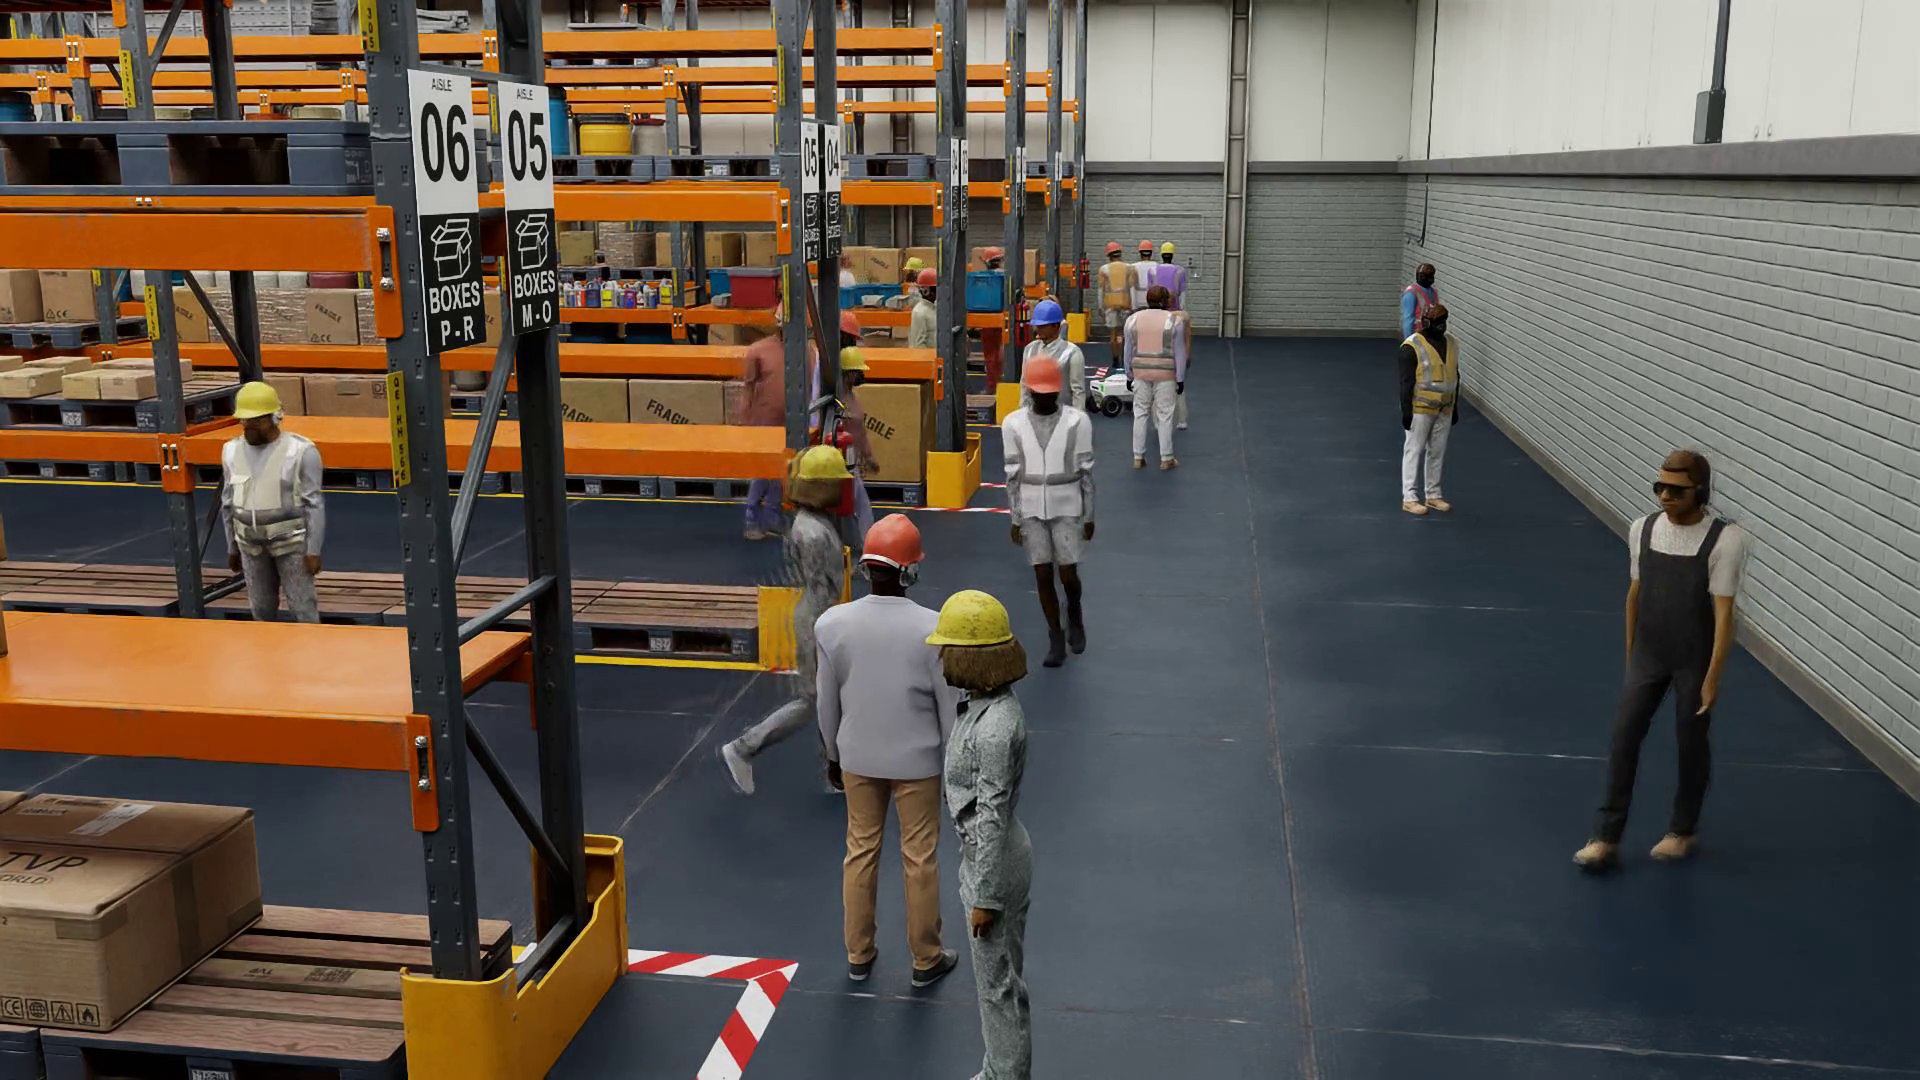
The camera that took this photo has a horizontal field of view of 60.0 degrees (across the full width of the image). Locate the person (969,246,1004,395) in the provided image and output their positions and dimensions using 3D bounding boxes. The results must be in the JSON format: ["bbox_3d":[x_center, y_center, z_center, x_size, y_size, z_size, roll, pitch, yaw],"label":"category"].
[{"bbox_3d":[0.421,-2.876,21.993,0.649,1.989,0.442,-9,15,-34],"label":"person"}]

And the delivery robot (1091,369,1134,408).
[{"bbox_3d":[1.974,-1.857,20.423,0.707,0.478,0.477,-5,13,-22],"label":"delivery robot"}]

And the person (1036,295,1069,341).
[{"bbox_3d":[1.013,-1.868,18.244,0.313,1.631,0.525,-8,15,-32],"label":"person"}]

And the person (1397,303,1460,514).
[{"bbox_3d":[4.097,-1.142,14.513,0.629,1.837,0.429,-6,14,-27],"label":"person"}]

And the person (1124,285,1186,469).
[{"bbox_3d":[1.959,-1.630,16.688,0.634,1.839,0.429,5,14,23],"label":"person"}]

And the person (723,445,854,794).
[{"bbox_3d":[-0.727,0.401,7.794,0.714,1.715,0.494,0,12,0],"label":"person"}]

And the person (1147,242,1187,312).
[{"bbox_3d":[3.071,-3.457,24.759,0.584,1.919,0.390,2,13,9],"label":"person"}]

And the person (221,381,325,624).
[{"bbox_3d":[-3.850,0.013,9.323,0.605,1.821,0.411,1,13,6],"label":"person"}]

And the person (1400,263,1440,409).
[{"bbox_3d":[5.768,-2.536,20.806,0.619,1.836,0.430,-11,17,-42],"label":"person"}]

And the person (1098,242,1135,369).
[{"bbox_3d":[2.383,-3.588,25.414,0.544,1.887,0.816,0,12,-1],"label":"person"}]

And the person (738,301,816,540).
[{"bbox_3d":[-1.459,-0.968,13.441,0.656,1.958,0.457,-9,15,-34],"label":"person"}]

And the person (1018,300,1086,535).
[{"bbox_3d":[0.723,-0.960,13.425,0.614,1.942,0.406,11,16,40],"label":"person"}]

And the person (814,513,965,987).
[{"bbox_3d":[-0.241,0.768,6.059,0.563,1.751,0.326,3,13,15],"label":"person"}]

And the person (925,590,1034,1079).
[{"bbox_3d":[0.058,0.999,5.062,0.322,1.736,0.485,-1,13,-4],"label":"person"}]

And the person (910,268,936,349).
[{"bbox_3d":[-0.318,-1.741,16.836,0.376,1.995,0.609,2,13,9],"label":"person"}]

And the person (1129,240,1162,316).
[{"bbox_3d":[2.852,-3.638,25.587,0.543,1.920,0.417,1,13,5],"label":"person"}]

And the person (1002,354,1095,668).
[{"bbox_3d":[0.525,-0.175,9.975,0.549,1.902,0.494,3,13,12],"label":"person"}]

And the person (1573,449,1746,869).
[{"bbox_3d":[2.945,0.535,6.985,0.820,1.817,0.514,-11,17,-42],"label":"person"}]

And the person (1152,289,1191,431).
[{"bbox_3d":[2.399,-2.055,19.087,0.527,1.630,0.355,-2,13,-9],"label":"person"}]
